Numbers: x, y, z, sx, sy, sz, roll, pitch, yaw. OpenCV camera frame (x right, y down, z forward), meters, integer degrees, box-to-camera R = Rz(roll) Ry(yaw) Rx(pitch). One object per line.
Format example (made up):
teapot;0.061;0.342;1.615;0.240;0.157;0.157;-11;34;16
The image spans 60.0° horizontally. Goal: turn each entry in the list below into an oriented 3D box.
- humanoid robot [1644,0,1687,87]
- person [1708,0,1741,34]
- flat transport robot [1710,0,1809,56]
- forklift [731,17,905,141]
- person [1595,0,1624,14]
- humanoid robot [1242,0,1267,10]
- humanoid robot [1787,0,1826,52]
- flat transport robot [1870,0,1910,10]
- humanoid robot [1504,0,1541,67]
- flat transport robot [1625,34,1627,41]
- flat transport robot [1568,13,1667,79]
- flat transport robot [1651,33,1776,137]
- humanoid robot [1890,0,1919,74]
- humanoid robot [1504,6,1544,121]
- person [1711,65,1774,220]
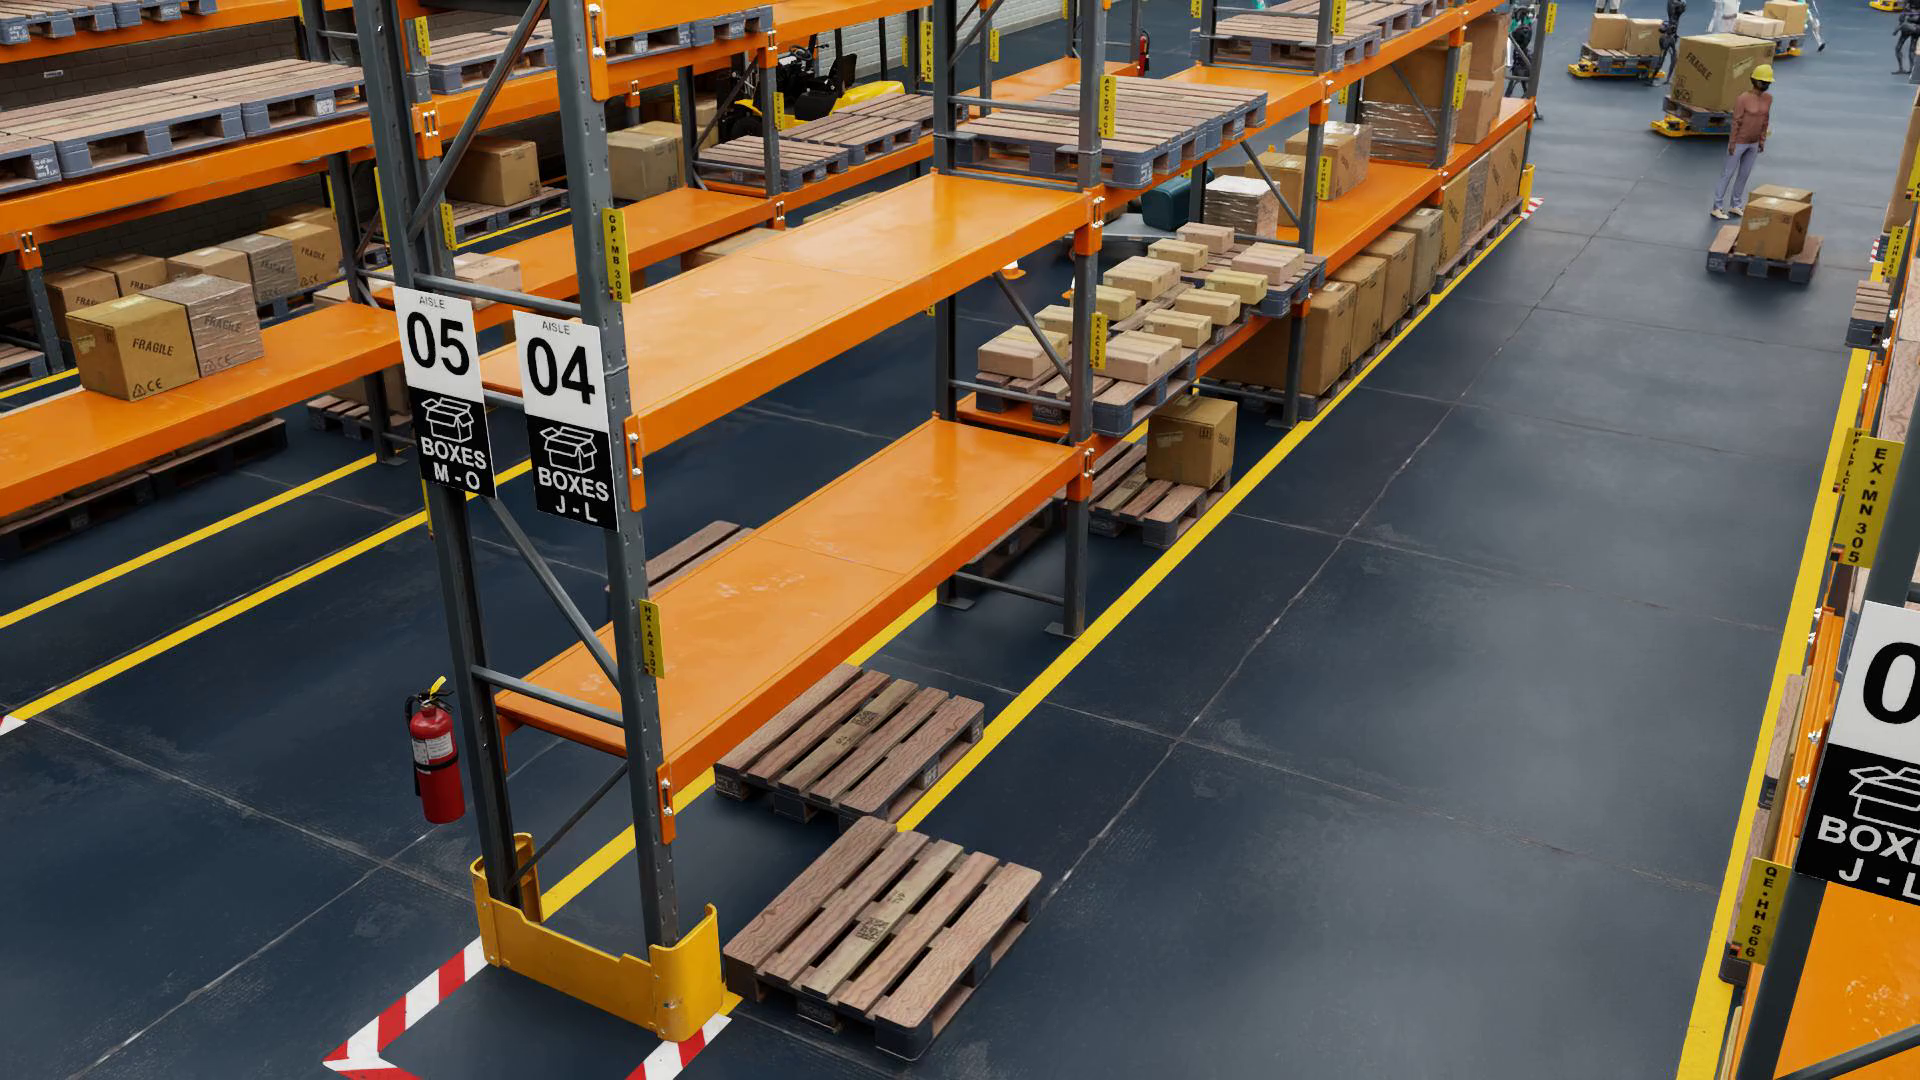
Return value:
humanoid robot;11.298;-8.057;26.482;0.478;1.640;0.612;16;30;29
person;11.858;-7.909;25.904;0.609;1.898;0.709;-20;32;-35
flat transport robot;14.019;-8.643;29.300;1.431;0.231;0.659;-12;28;-24
forklift;-1.819;-5.975;21.543;2.313;2.155;1.214;14;29;26
person;11.800;-9.991;30.146;0.613;1.963;0.361;21;33;36
humanoid robot;5.488;-10.059;30.550;0.802;1.776;0.547;-18;31;-33
humanoid robot;15.166;-9.594;29.620;0.559;1.799;0.932;-19;32;-34
flat transport robot;19.669;-11.069;34.342;1.431;0.231;0.659;3;26;6
humanoid robot;9.467;-8.923;28.123;0.530;1.742;0.688;-1;26;-2
flat transport robot;12.398;-9.023;30.090;0.659;0.231;1.431;19;31;34
flat transport robot;10.916;-7.829;27.609;1.431;0.231;0.659;2;26;3
flat transport robot;10.619;-5.869;23.536;1.431;0.231;0.659;0;26;0
humanoid robot;15.743;-8.530;27.449;0.593;1.641;0.413;-10;27;-20
humanoid robot;8.171;-6.905;24.139;0.798;1.617;0.585;1;26;2
person;9.052;-4.570;19.123;0.519;1.758;0.342;-10;27;-20
